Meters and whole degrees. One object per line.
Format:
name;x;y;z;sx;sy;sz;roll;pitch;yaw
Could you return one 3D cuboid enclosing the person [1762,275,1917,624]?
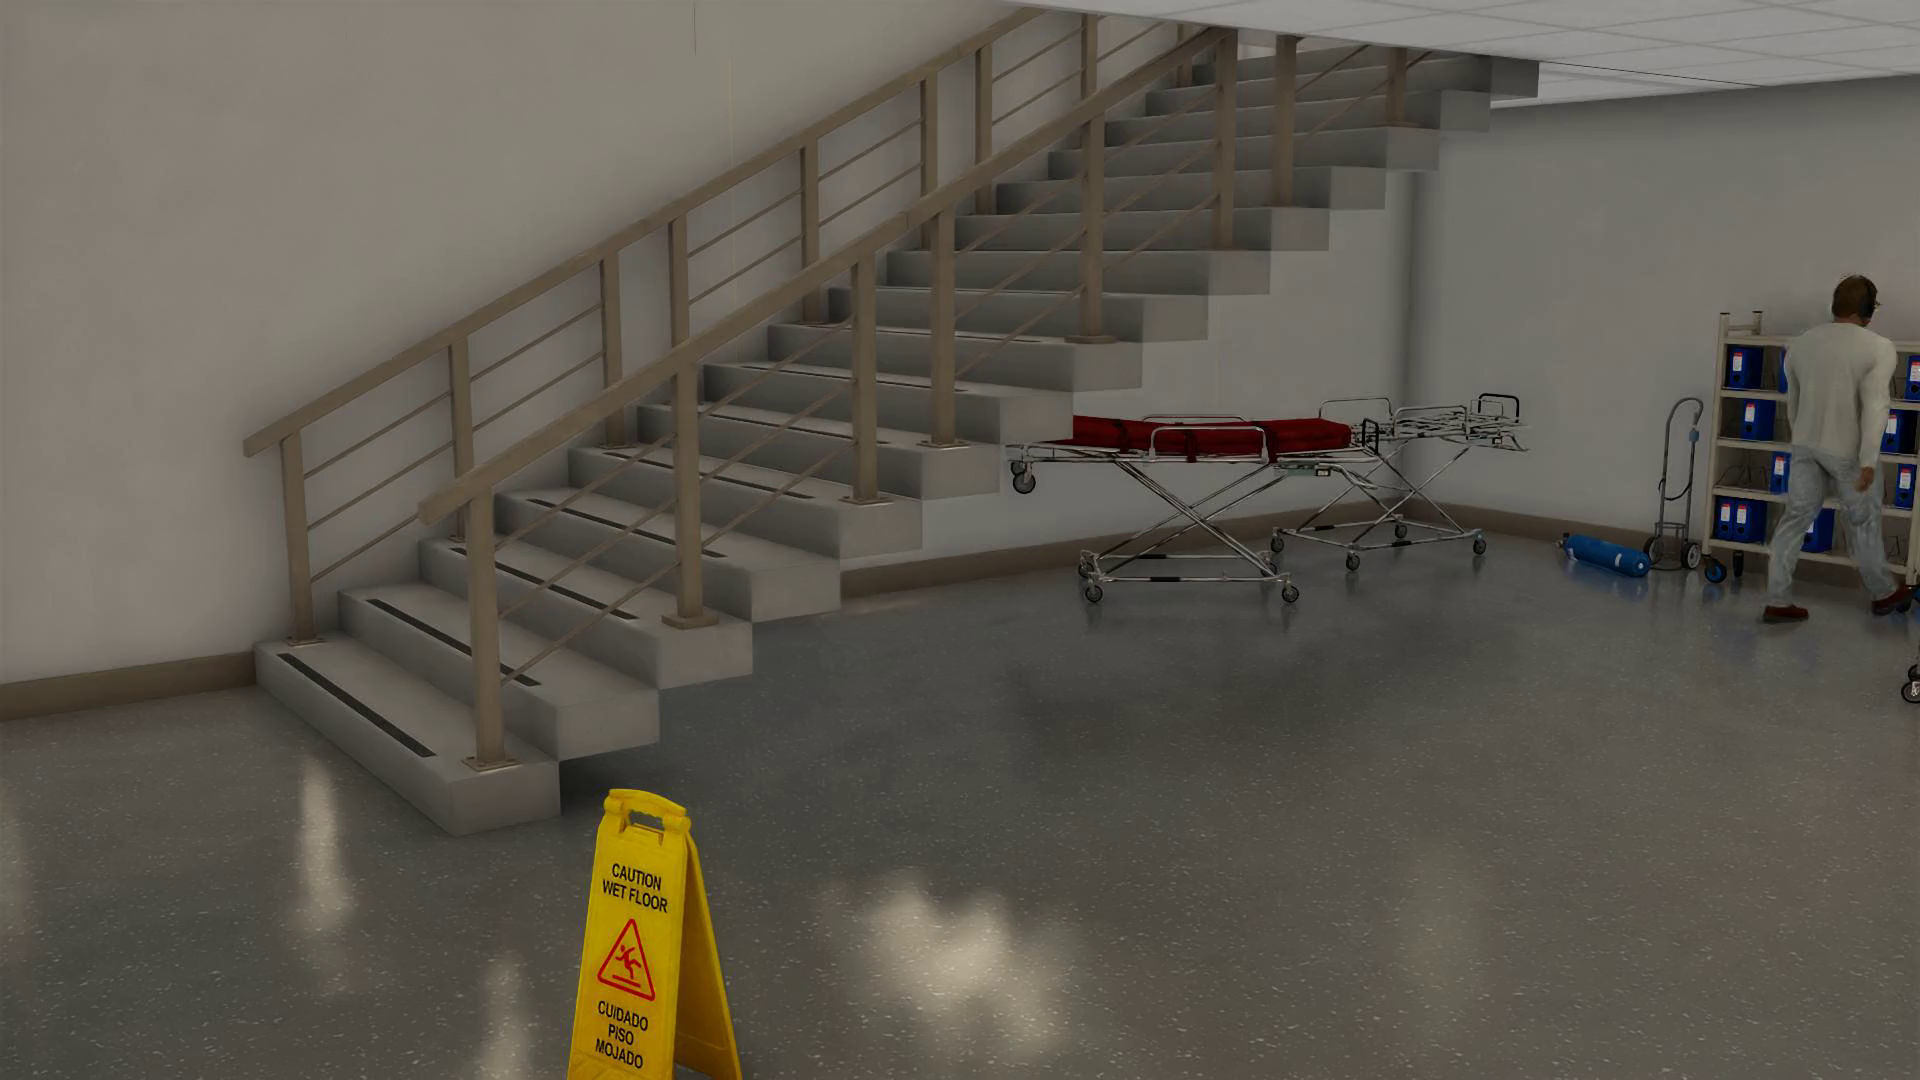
person;4.832;-0.487;9.091;1.004;1.883;0.643;-6;11;-30
